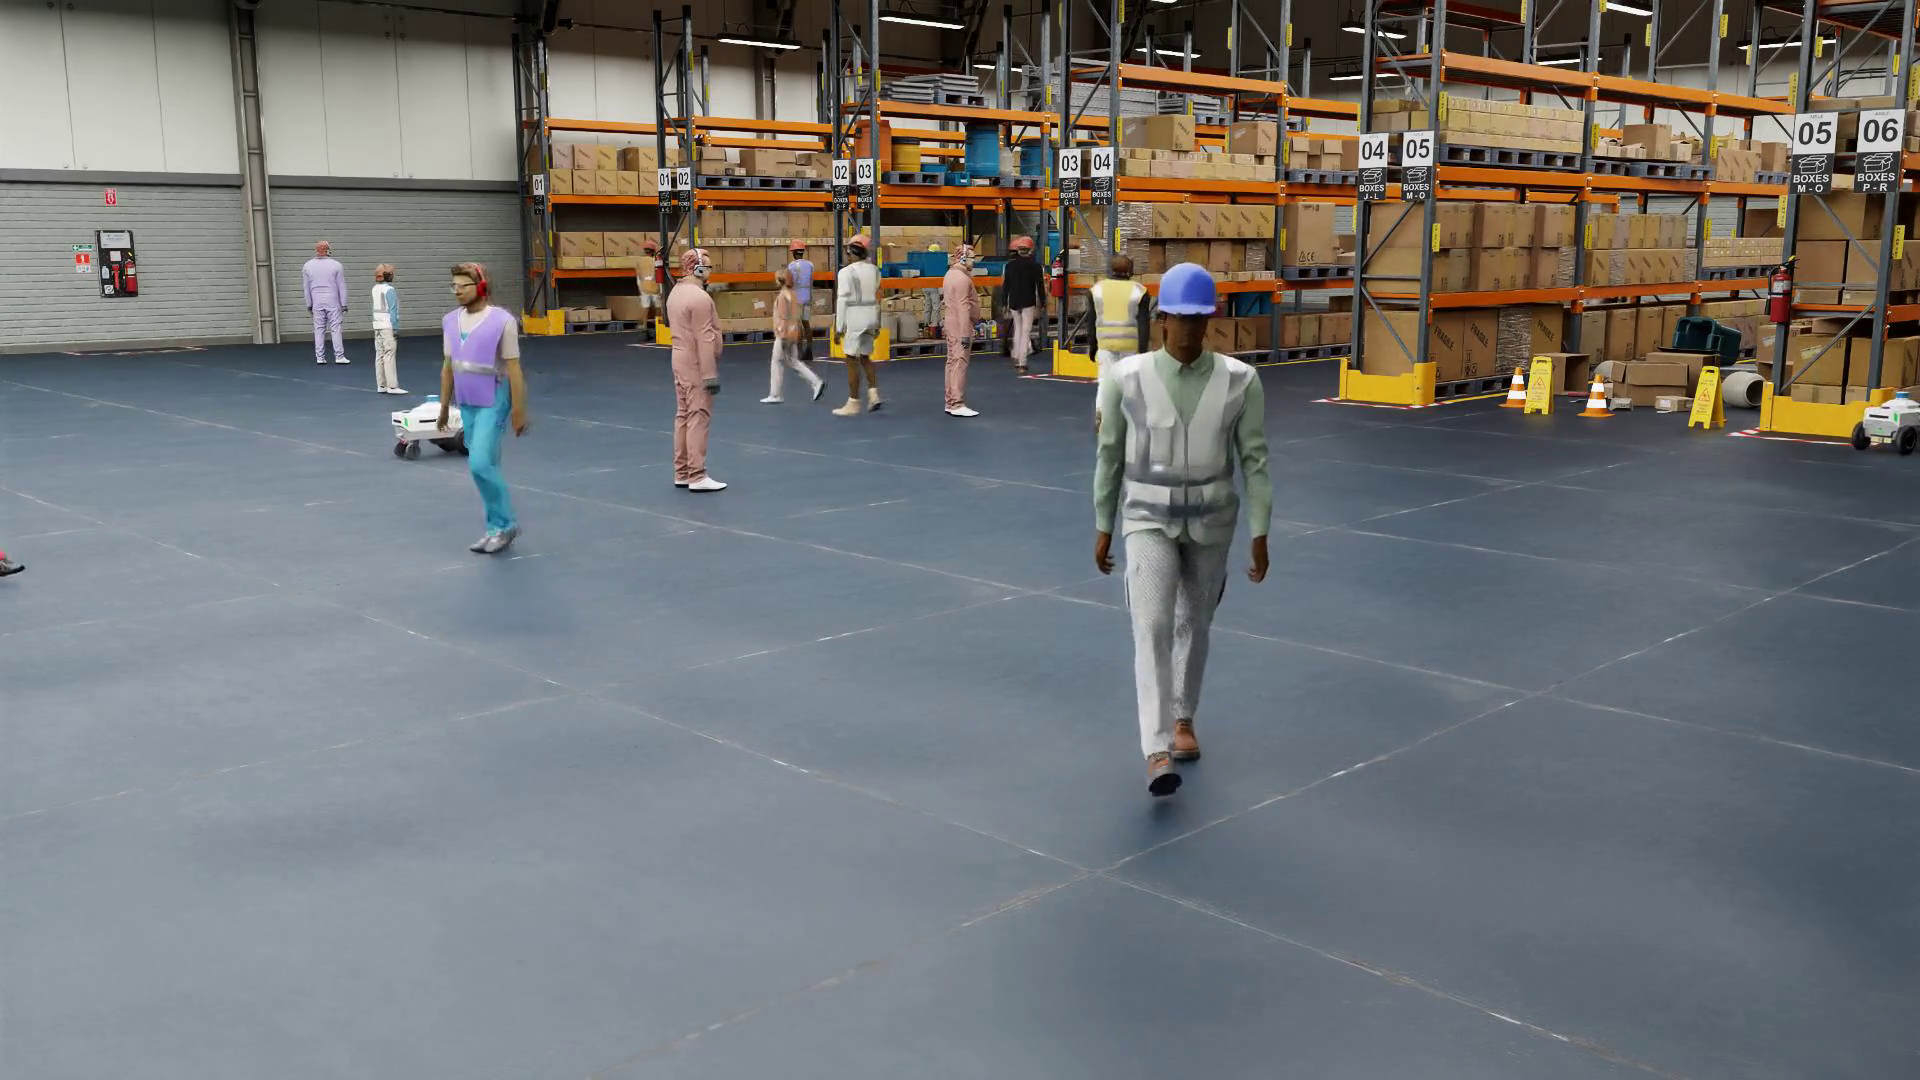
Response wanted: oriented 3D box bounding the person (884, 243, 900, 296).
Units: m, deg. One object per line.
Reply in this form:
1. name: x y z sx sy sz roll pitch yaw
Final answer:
1. person: -1.498 -5.549 36.257 0.404 1.833 0.592 -7 12 -32

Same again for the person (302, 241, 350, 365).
1. person: -9.871 -3.696 25.949 0.652 1.906 0.408 0 10 0

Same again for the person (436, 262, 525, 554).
1. person: -3.034 -0.820 10.479 0.560 1.828 0.498 7 13 34

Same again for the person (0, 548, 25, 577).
1. person: -5.972 -0.609 9.641 0.928 1.716 0.545 3 11 18

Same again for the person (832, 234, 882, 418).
1. person: -1.116 -2.391 18.538 0.432 2.015 0.746 8 13 37

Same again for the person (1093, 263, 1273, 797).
1. person: 0.817 -0.042 6.049 0.637 1.889 1.011 0 10 -1

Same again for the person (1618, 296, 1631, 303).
1. person: 12.869 -4.683 32.169 0.536 1.586 0.865 6 12 31

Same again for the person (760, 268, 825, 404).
1. person: -2.012 -2.435 19.879 0.717 1.612 0.523 2 11 11

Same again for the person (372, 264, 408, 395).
1. person: -7.253 -2.660 21.031 0.315 1.639 0.515 -10 14 -44

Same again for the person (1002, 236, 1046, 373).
1. person: 0.979 -3.464 24.481 0.659 1.973 0.620 5 12 27

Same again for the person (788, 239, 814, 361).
1. person: -2.591 -3.862 26.771 0.355 1.934 0.553 7 13 34

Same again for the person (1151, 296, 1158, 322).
1. person: 4.410 -5.526 36.211 0.680 1.810 0.601 -7 12 -32

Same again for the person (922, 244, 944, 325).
1. person: -0.510 -4.854 32.480 0.404 1.827 0.586 -9 14 -41

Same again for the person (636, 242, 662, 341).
1. person: -5.914 -4.787 32.022 0.607 1.854 1.033 1 10 7

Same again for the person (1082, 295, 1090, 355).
1. person: 2.172 -3.618 25.628 0.593 1.879 1.002 10 15 44

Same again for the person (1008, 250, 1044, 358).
1. person: 1.066 -3.897 27.237 0.627 1.837 0.721 -6 12 -28

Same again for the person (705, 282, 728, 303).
1. person: -4.892 -5.086 33.492 0.631 1.928 0.468 7 13 35

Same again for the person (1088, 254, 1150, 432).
1. person: 1.569 -1.922 16.501 0.636 1.819 0.675 4 11 19

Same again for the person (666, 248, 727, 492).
1. person: -2.072 -1.343 13.156 0.401 1.899 0.648 -5 12 -26

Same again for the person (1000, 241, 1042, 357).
1. person: 0.976 -4.003 27.633 0.817 1.899 0.567 -8 13 -38

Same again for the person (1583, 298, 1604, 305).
1. person: 10.210 -3.891 26.987 0.570 1.916 0.635 -7 13 -34

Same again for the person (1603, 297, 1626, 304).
1. person: 11.092 -4.147 28.554 0.602 1.865 0.982 8 13 36

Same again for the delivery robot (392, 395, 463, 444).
1. delivery robot: -4.825 -1.085 15.260 0.707 0.478 0.477 -9 13 -40

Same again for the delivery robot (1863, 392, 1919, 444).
1. delivery robot: 8.815 -1.147 15.600 0.707 0.478 0.477 -6 12 -31

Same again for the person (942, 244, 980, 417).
1. person: 0.028 -2.335 18.556 0.403 1.900 0.643 -3 11 -14
